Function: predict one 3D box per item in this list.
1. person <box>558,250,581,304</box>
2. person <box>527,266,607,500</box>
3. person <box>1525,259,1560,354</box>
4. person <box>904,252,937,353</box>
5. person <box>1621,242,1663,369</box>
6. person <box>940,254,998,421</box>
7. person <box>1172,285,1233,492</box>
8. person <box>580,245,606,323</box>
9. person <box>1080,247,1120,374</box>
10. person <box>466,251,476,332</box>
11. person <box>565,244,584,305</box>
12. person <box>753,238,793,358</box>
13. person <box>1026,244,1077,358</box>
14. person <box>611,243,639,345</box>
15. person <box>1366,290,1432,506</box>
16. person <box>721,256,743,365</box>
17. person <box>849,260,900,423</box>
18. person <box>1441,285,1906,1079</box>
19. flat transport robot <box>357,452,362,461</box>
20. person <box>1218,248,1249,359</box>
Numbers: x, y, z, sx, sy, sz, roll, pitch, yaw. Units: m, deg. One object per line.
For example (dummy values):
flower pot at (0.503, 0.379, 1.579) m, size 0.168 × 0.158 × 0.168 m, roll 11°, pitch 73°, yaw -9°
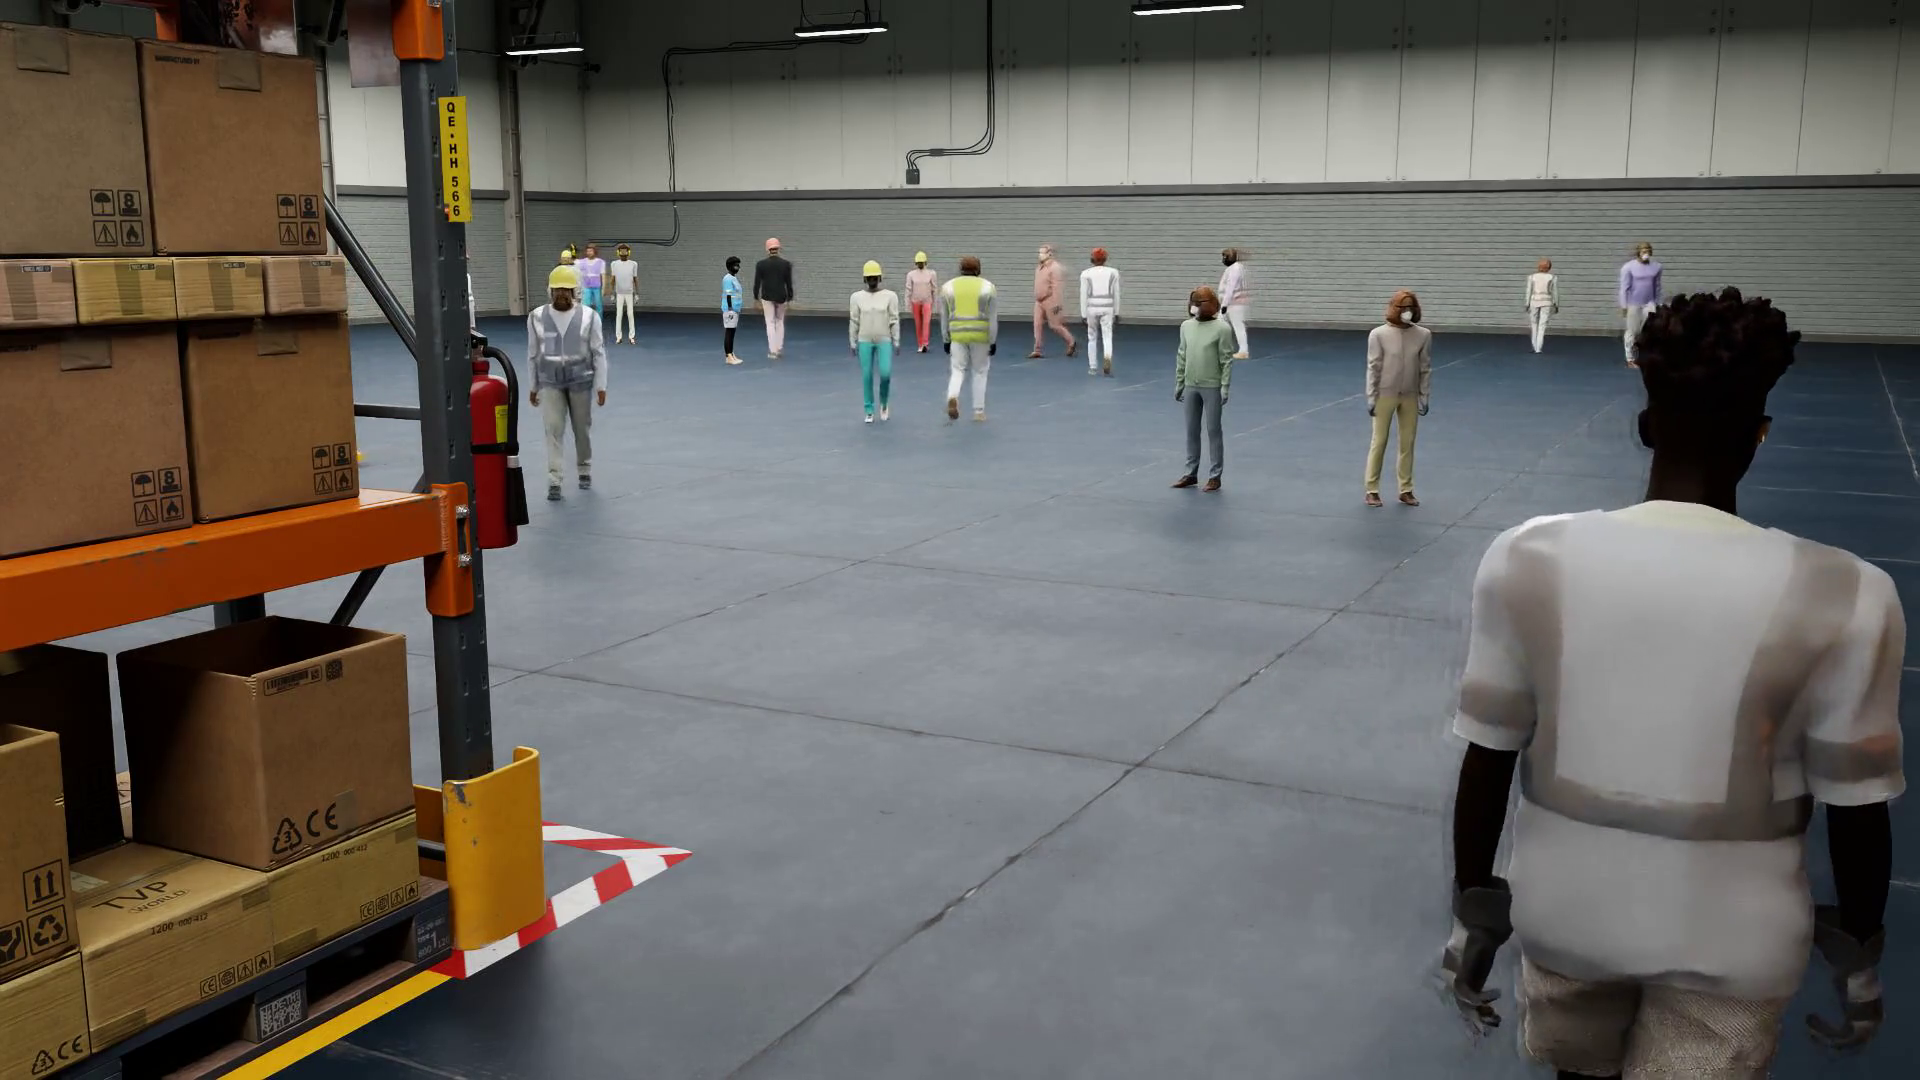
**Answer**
person at (-7.413, -4.607, 31.493) m, size 0.484 × 1.738 × 0.305 m, roll -1°, pitch 10°, yaw -4°
person at (-3.068, -1.238, 12.993) m, size 0.612 × 1.794 × 0.849 m, roll -2°, pitch 11°, yaw -9°
person at (10.034, -4.012, 28.621) m, size 0.538 × 1.596 × 0.831 m, roll 7°, pitch 12°, yaw 32°
person at (-0.678, -4.075, 28.628) m, size 0.552 × 1.714 × 0.907 m, roll 1°, pitch 10°, yaw 5°
person at (10.287, -3.523, 25.085) m, size 0.659 × 1.914 × 0.712 m, roll 0°, pitch 10°, yaw -2°
person at (0.093, -2.172, 18.000) m, size 0.630 × 1.829 × 0.599 m, roll 2°, pitch 11°, yaw 13°
person at (1.925, -1.202, 13.208) m, size 0.505 × 1.631 × 0.278 m, roll 10°, pitch 14°, yaw 43°
person at (-7.719, -5.249, 34.787) m, size 0.599 × 1.803 × 0.908 m, roll 2°, pitch 11°, yaw 8°
person at (2.025, -3.296, 24.022) m, size 0.584 × 1.860 × 0.757 m, roll 0°, pitch 10°, yaw -1°
person at (-6.168, -2.680, 20.468) m, size 0.542 × 1.928 × 0.374 m, roll 5°, pitch 12°, yaw 26°
person at (-7.551, -4.796, 32.225) m, size 0.760 × 1.842 × 0.546 m, roll -7°, pitch 12°, yaw -32°
person at (-3.124, -4.013, 27.635) m, size 0.627 × 1.967 × 0.783 m, roll -4°, pitch 11°, yaw -20°
person at (1.515, -3.928, 27.431) m, size 0.821 × 1.882 × 0.656 m, roll -6°, pitch 12°, yaw -31°
person at (-6.231, -4.561, 30.886) m, size 0.510 × 1.871 × 0.328 m, roll -2°, pitch 11°, yaw -10°
person at (3.270, -1.053, 12.430) m, size 0.500 × 1.625 × 0.293 m, roll -1°, pitch 10°, yaw -8°
person at (-3.573, -3.595, 26.099) m, size 0.320 × 1.692 × 0.531 m, roll 0°, pitch 10°, yaw 2°
person at (-0.922, -2.130, 17.949) m, size 0.558 × 1.751 × 0.409 m, roll 0°, pitch 10°, yaw 2°
person at (1.134, 0.578, 2.643) m, size 0.618 × 1.939 × 0.664 m, roll 8°, pitch 13°, yaw 36°
flat transport robot at (-5.910, -0.708, 14.232) m, size 0.652 × 0.197 × 1.431 m, roll 6°, pitch 12°, yaw 28°
person at (4.339, -3.874, 27.319) m, size 0.935 × 1.794 × 0.661 m, roll 1°, pitch 10°, yaw 4°
